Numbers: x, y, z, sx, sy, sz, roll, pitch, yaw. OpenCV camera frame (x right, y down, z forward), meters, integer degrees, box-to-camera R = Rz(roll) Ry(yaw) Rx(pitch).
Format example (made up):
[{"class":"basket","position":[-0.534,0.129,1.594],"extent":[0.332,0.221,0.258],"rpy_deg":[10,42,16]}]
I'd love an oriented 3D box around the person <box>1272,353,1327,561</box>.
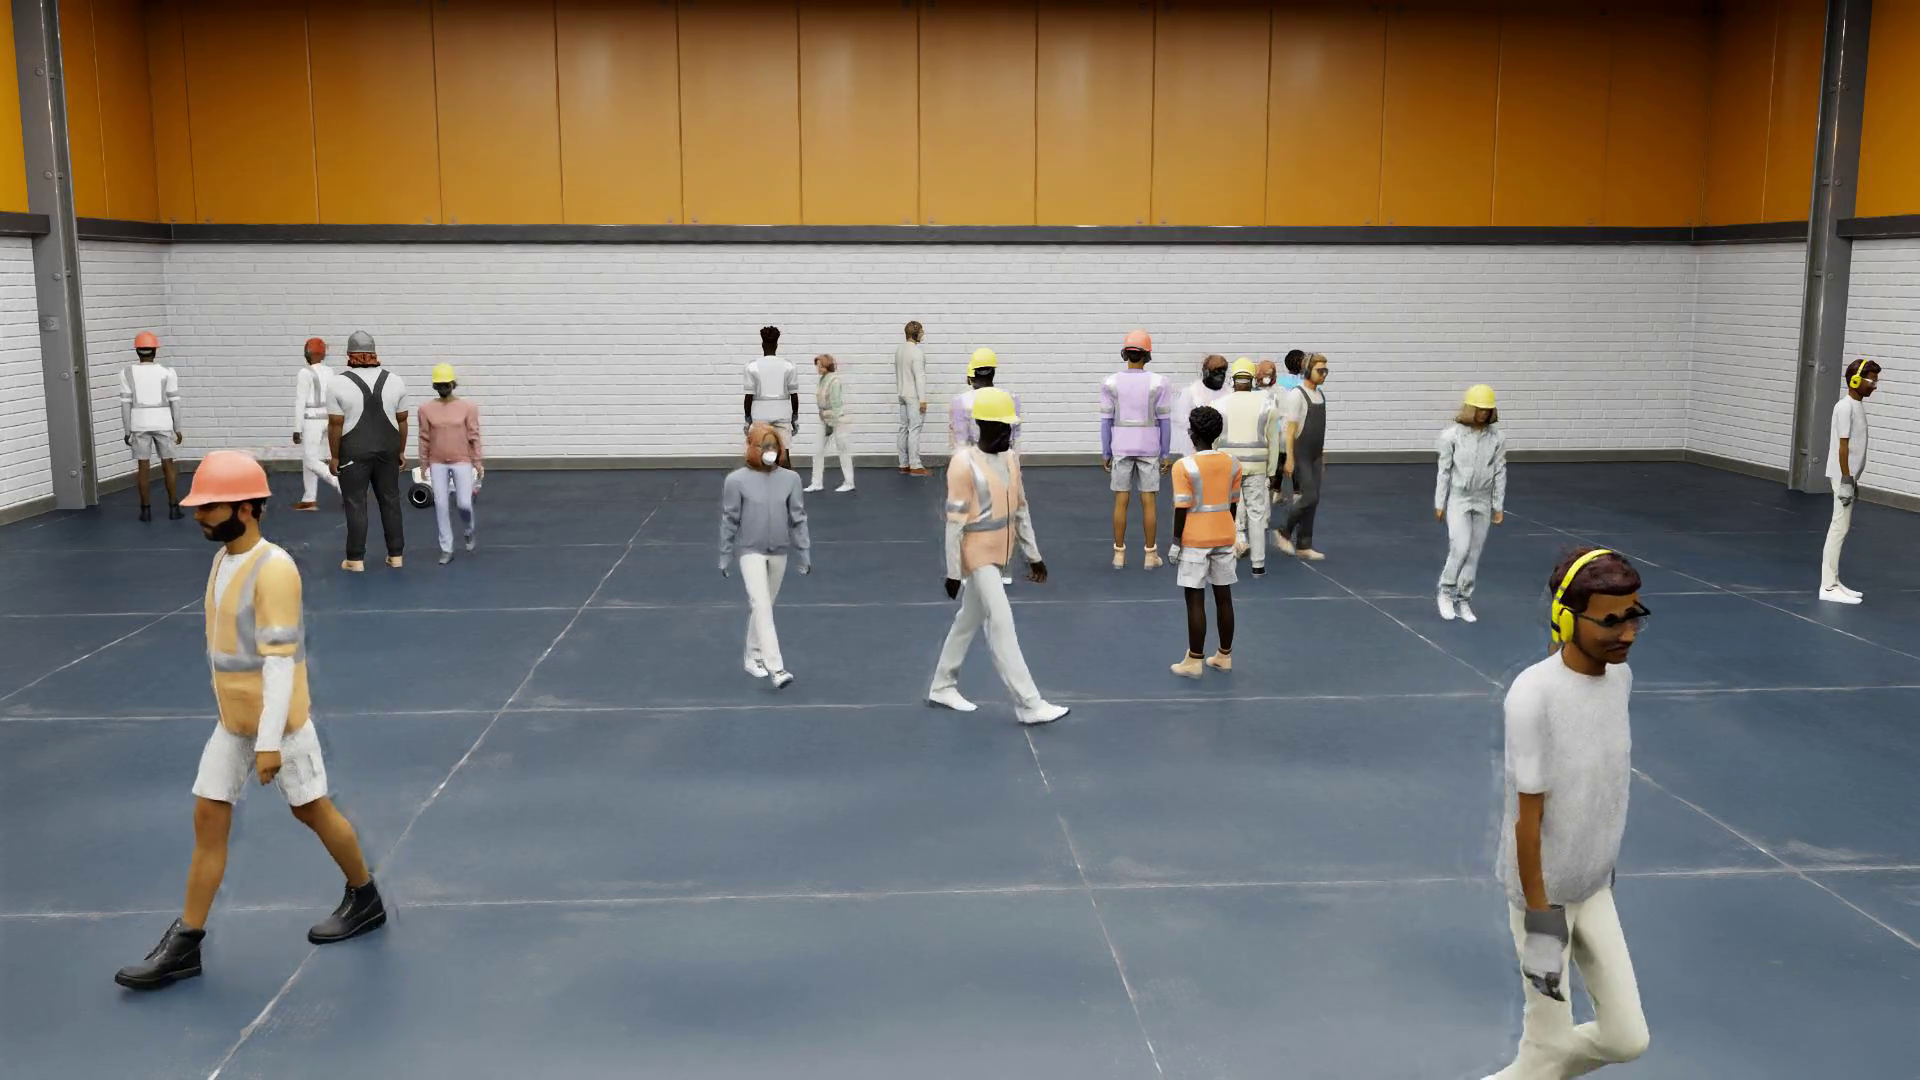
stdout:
[{"class":"person","position":[3.024,-0.715,14.509],"extent":[0.428,1.829,0.543],"rpy_deg":[8,12,43]}]

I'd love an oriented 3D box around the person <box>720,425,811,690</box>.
[{"class":"person","position":[-1.148,0.102,10.086],"extent":[0.523,1.584,0.856],"rpy_deg":[-6,11,-32]}]

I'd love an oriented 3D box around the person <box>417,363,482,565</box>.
[{"class":"person","position":[-4.437,-0.673,14.485],"extent":[0.539,1.749,0.448],"rpy_deg":[-1,9,-5]}]

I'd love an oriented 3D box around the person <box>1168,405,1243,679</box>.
[{"class":"person","position":[1.519,0.014,10.345],"extent":[0.533,1.697,0.322],"rpy_deg":[-6,11,-31]}]

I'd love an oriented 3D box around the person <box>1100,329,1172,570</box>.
[{"class":"person","position":[1.493,-0.763,14.140],"extent":[0.607,2.044,0.371],"rpy_deg":[2,9,13]}]

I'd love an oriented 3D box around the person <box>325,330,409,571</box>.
[{"class":"person","position":[-5.058,-0.762,14.144],"extent":[0.689,2.000,0.539],"rpy_deg":[-7,12,-39]}]

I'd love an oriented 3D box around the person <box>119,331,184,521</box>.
[{"class":"person","position":[-8.239,-1.158,16.963],"extent":[0.551,1.933,0.378],"rpy_deg":[-4,10,-24]}]

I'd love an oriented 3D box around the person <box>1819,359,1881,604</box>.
[{"class":"person","position":[6.832,-0.455,12.771],"extent":[0.328,1.865,0.519],"rpy_deg":[5,11,30]}]

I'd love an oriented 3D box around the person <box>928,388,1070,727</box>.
[{"class":"person","position":[0.200,0.091,9.292],"extent":[0.983,1.872,0.605],"rpy_deg":[5,11,30]}]

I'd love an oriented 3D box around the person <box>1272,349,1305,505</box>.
[{"class":"person","position":[3.618,-1.225,18.127],"extent":[0.540,1.695,0.317],"rpy_deg":[9,13,44]}]

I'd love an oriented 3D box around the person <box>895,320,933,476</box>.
[{"class":"person","position":[-0.590,-1.767,20.776],"extent":[0.372,1.940,0.630],"rpy_deg":[-5,10,-29]}]

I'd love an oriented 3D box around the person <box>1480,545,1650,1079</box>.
[{"class":"person","position":[1.547,0.911,4.269],"extent":[0.522,1.842,0.447],"rpy_deg":[-6,11,-35]}]

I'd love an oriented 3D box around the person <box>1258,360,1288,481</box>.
[{"class":"person","position":[3.191,-1.084,17.465],"extent":[0.539,1.609,0.551],"rpy_deg":[0,9,-2]}]

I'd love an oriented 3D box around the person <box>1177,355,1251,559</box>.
[{"class":"person","position":[2.235,-0.717,14.602],"extent":[0.649,1.792,0.944],"rpy_deg":[-3,10,-21]}]

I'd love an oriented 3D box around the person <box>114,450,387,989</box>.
[{"class":"person","position":[-2.543,0.617,5.985],"extent":[0.560,1.888,0.979],"rpy_deg":[8,12,41]}]

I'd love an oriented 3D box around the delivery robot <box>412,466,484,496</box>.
[{"class":"delivery robot","position":[-5.531,-0.681,17.991],"extent":[0.707,0.478,0.477],"rpy_deg":[0,9,3]}]

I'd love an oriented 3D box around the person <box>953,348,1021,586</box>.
[{"class":"person","position":[0.204,-0.569,13.295],"extent":[0.589,1.924,0.383],"rpy_deg":[-4,10,-24]}]

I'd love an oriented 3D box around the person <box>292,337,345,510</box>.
[{"class":"person","position":[-6.743,-1.206,17.547],"extent":[0.803,1.856,0.597],"rpy_deg":[2,9,11]}]

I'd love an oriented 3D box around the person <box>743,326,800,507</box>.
[{"class":"person","position":[-2.017,-1.304,17.780],"extent":[0.613,1.965,0.361],"rpy_deg":[-3,9,-16]}]

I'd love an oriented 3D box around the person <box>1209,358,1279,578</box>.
[{"class":"person","position":[2.325,-0.589,13.742],"extent":[0.598,1.819,0.403],"rpy_deg":[1,9,7]}]

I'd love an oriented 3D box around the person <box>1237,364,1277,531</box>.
[{"class":"person","position":[2.849,-0.899,16.263],"extent":[0.522,1.638,0.310],"rpy_deg":[-1,9,-9]}]

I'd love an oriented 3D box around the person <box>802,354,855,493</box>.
[{"class":"person","position":[-1.504,-1.324,19.033],"extent":[0.726,1.593,0.504],"rpy_deg":[-6,11,-34]}]

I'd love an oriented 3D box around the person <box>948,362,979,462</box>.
[{"class":"person","position":[0.157,-0.730,14.800],"extent":[0.523,1.769,0.314],"rpy_deg":[-1,9,-8]}]

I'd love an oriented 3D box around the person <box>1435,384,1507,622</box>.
[{"class":"person","position":[3.679,-0.259,11.960],"extent":[0.481,1.723,0.403],"rpy_deg":[-2,9,-11]}]
